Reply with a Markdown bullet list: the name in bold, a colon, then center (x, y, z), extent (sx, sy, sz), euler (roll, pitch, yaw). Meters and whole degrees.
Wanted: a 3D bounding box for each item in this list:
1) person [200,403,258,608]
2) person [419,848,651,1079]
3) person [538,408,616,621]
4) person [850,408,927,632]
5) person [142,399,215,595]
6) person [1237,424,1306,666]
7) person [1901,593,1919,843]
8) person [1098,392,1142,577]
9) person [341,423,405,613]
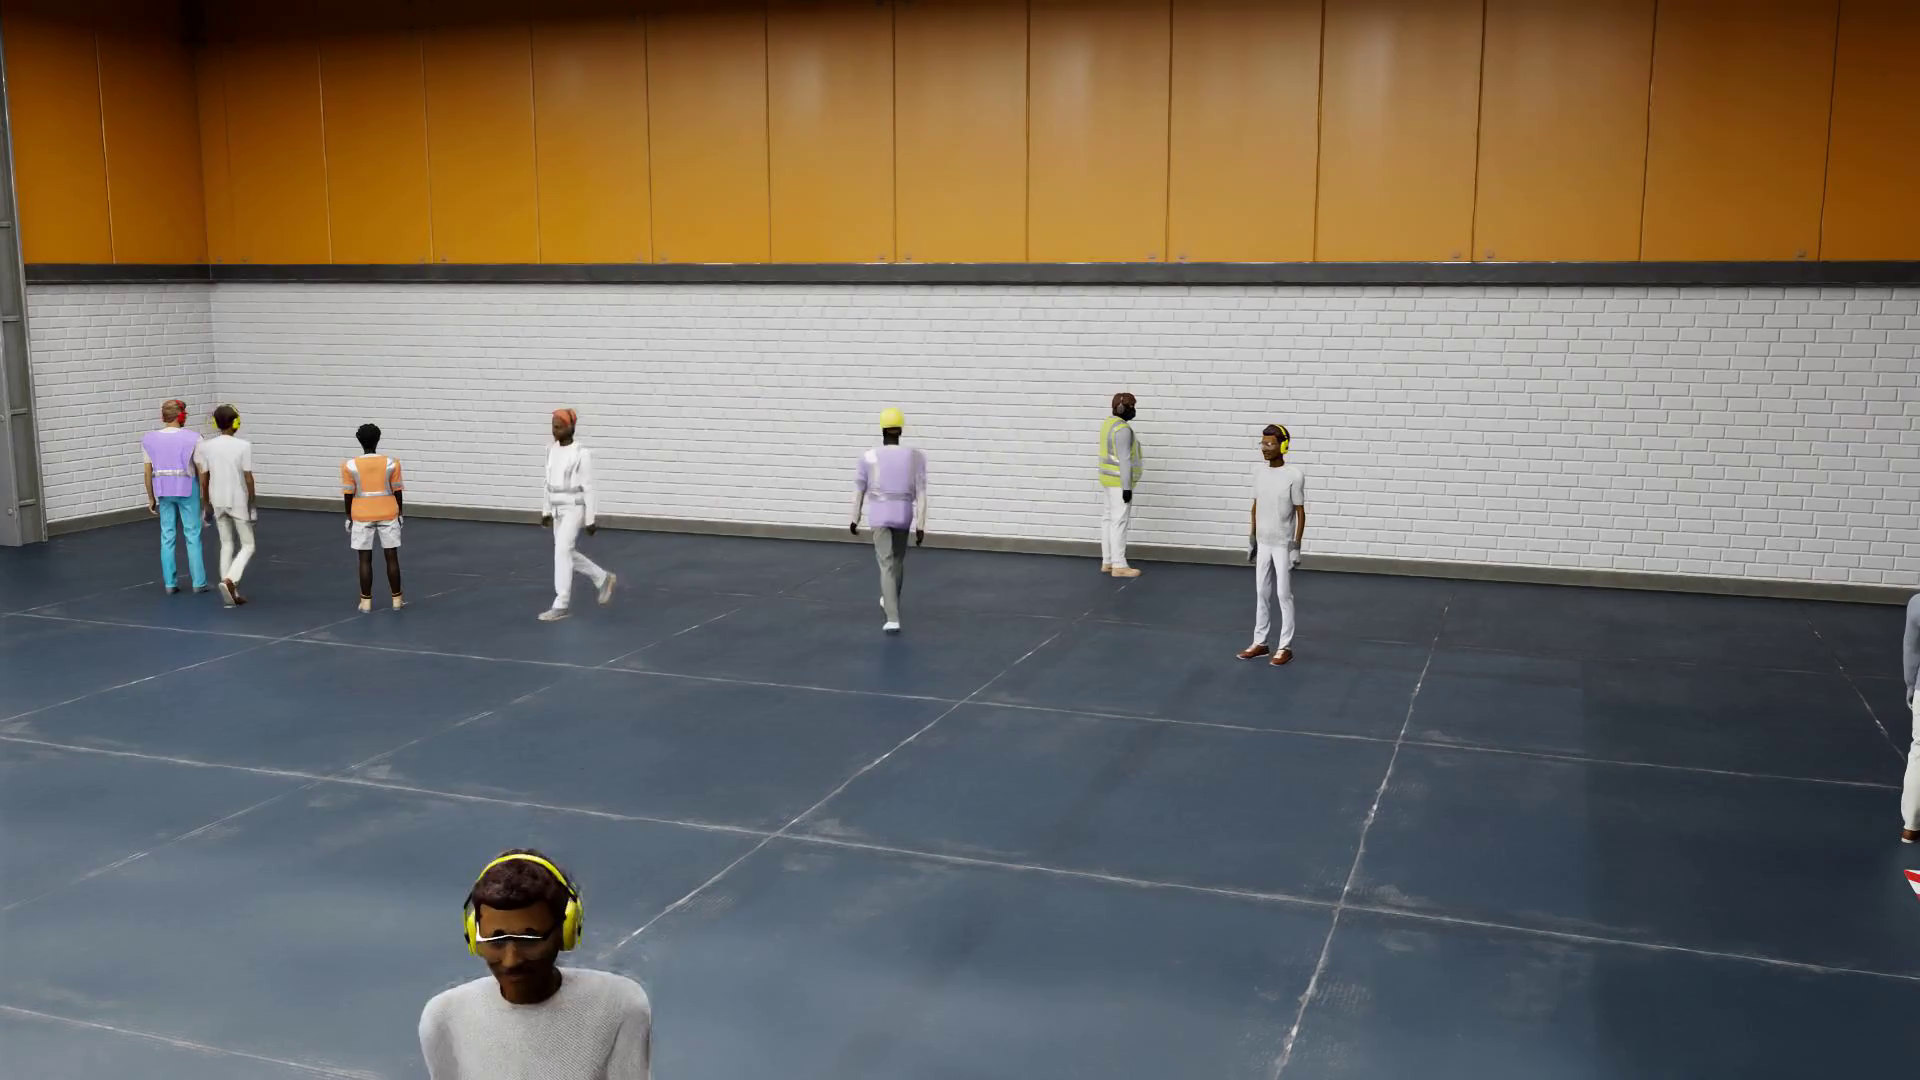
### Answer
- **person**: center (-6.589, -0.284, 14.913), extent (0.531, 1.860, 0.533), euler (1, 9, 5)
- **person**: center (-0.873, 1.565, 3.543), extent (0.516, 1.828, 0.946), euler (-2, 9, -12)
- **person**: center (-3.394, -0.247, 14.676), extent (0.575, 1.856, 0.812), euler (9, 13, 43)
- **person**: center (-0.601, -0.184, 14.238), extent (0.603, 1.873, 1.016), euler (-3, 10, -16)
- **person**: center (-7.351, -0.395, 15.628), extent (0.568, 1.840, 0.374), euler (-1, 9, -4)
- **person**: center (2.433, 0.035, 12.876), extent (0.334, 1.873, 0.517), euler (-7, 12, -39)
- **person**: center (5.189, 0.824, 8.709), extent (0.287, 1.635, 0.499), euler (-6, 11, -32)
- **person**: center (1.608, -0.559, 16.667), extent (0.430, 1.840, 0.624), euler (-2, 9, -11)
- **person**: center (-5.228, -0.194, 14.852), extent (0.533, 1.693, 0.319), euler (-4, 10, -24)
